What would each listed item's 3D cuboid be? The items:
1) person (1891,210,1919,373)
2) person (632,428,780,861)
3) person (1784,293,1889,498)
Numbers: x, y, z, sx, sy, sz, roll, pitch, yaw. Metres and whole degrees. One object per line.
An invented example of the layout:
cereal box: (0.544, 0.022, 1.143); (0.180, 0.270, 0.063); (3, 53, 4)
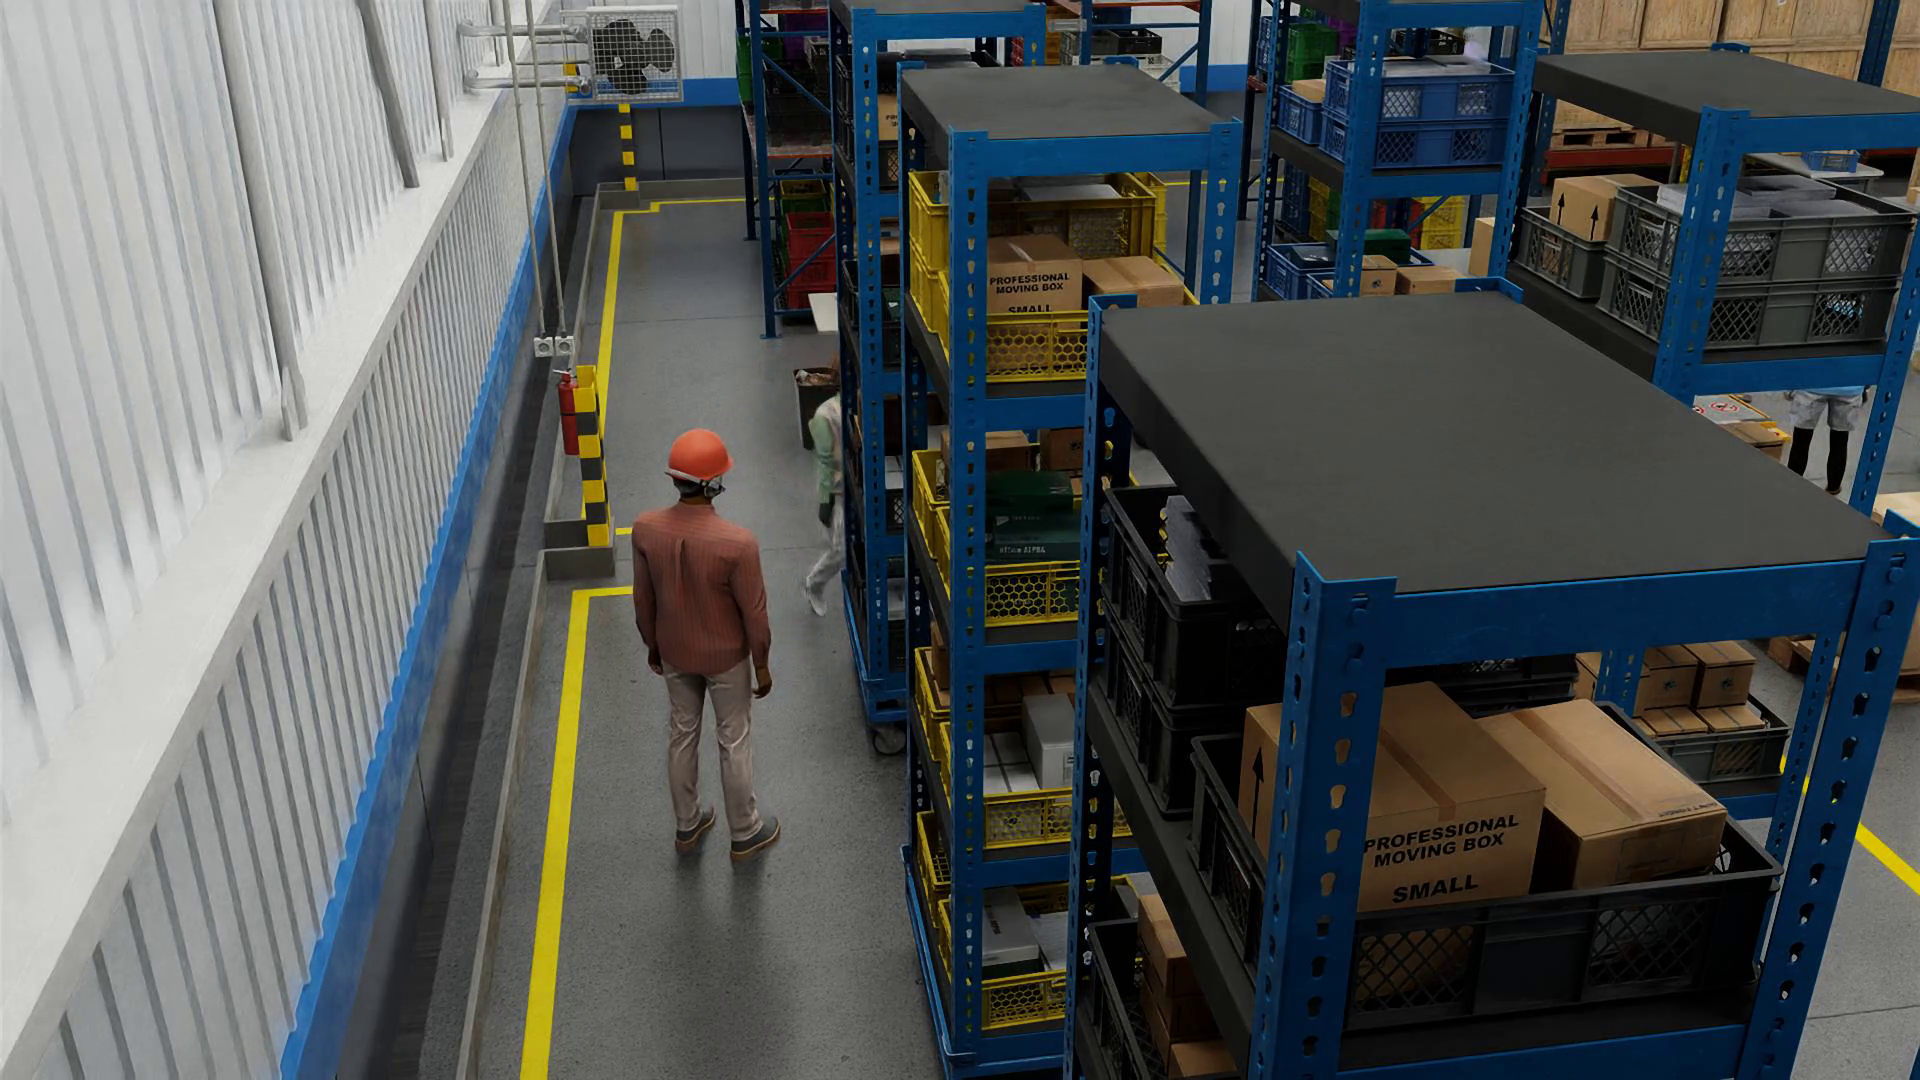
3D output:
person: (7.775, -2.205, 13.212); (0.649, 1.823, 0.450); (-7, 26, -15)
person: (-1.090, 0.464, 7.209); (0.624, 1.992, 0.390); (9, 26, 19)
person: (5.606, -0.992, 10.722); (0.539, 1.698, 0.318); (5, 25, 12)
